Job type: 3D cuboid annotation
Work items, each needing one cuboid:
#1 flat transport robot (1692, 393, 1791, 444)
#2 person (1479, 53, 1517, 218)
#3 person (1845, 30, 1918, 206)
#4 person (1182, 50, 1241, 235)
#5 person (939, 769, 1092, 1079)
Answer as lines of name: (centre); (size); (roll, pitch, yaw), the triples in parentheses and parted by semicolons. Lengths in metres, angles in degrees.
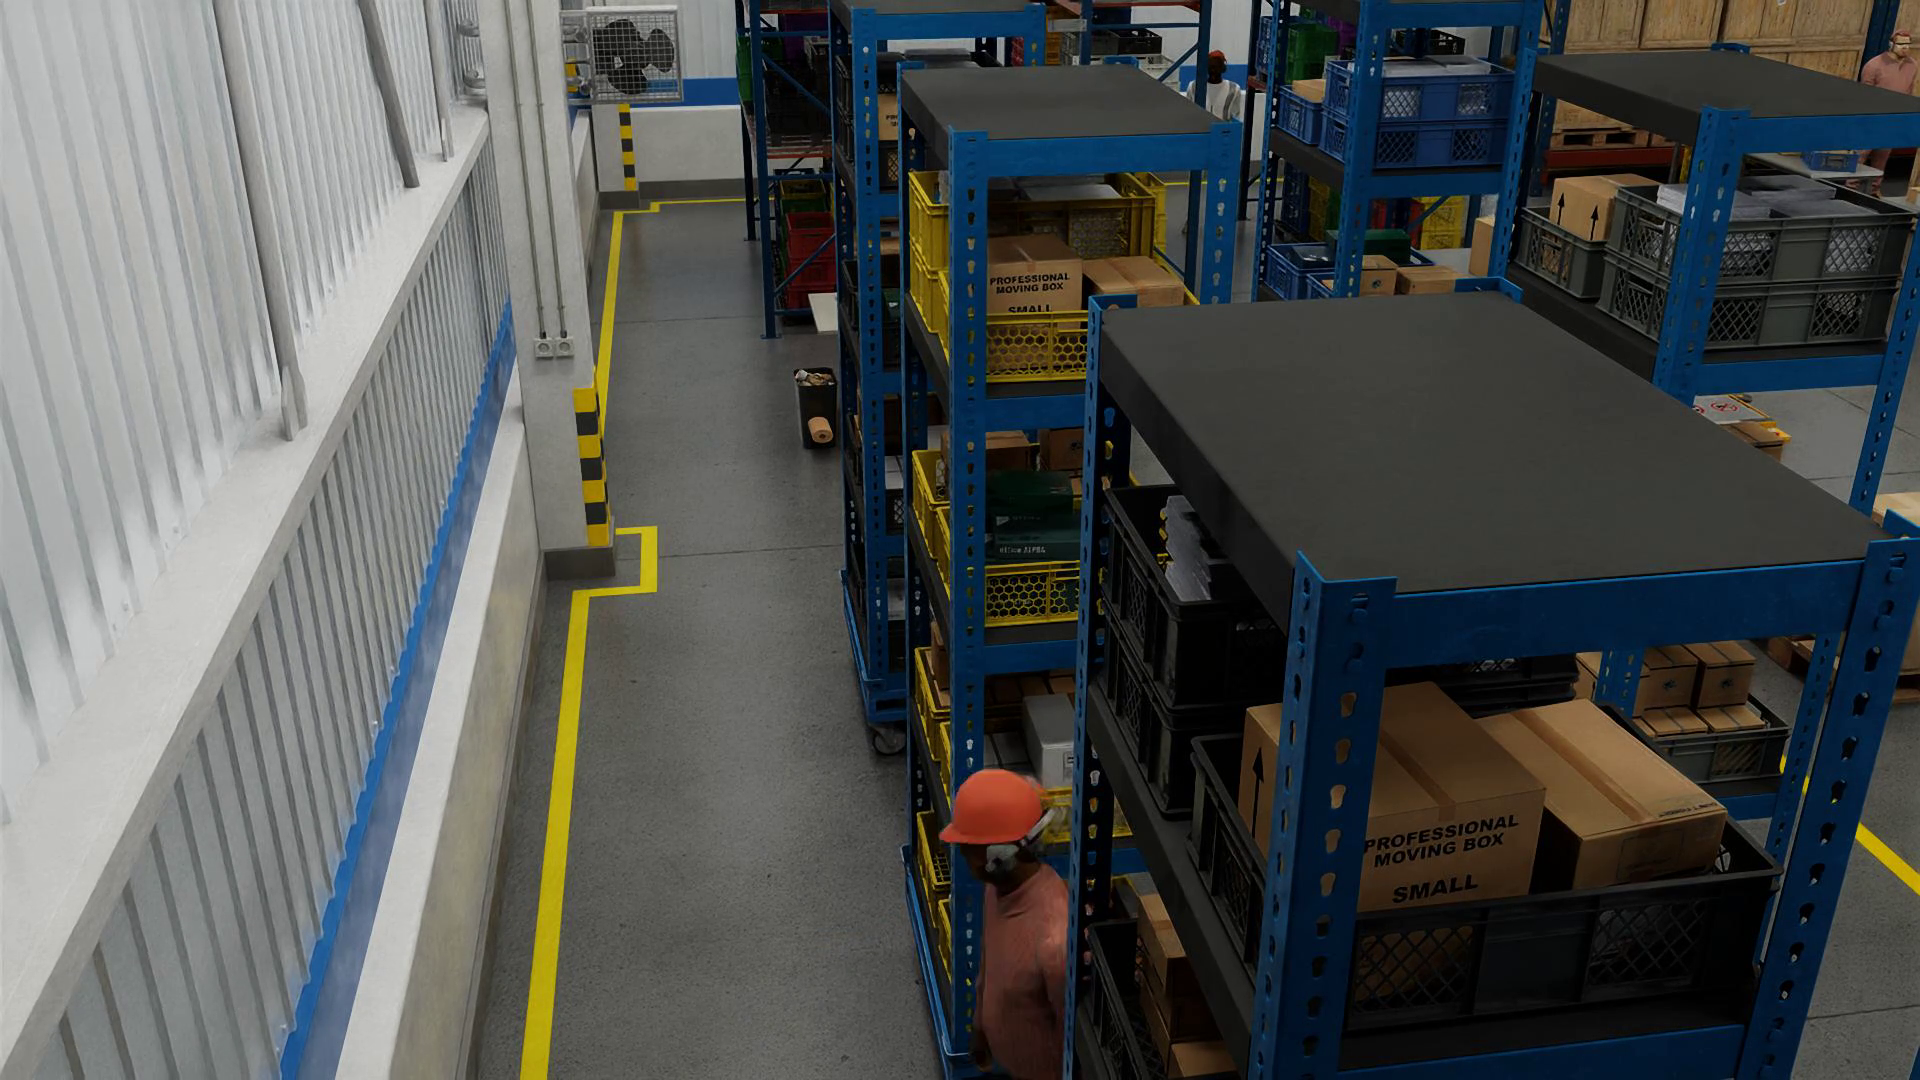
flat transport robot: (5.224, -0.859, 12.132); (1.431, 0.197, 0.652); (-4, 25, -8)
person: (5.476, -3.983, 16.989); (0.402, 1.908, 0.675); (-1, 25, -2)
person: (10.291, -4.699, 18.539); (0.650, 1.907, 0.409); (-4, 25, -9)
person: (2.603, -4.130, 17.330); (0.572, 1.883, 0.355); (5, 25, 10)
person: (0.233, 1.548, 4.914); (0.661, 1.941, 0.625); (-5, 25, -11)
